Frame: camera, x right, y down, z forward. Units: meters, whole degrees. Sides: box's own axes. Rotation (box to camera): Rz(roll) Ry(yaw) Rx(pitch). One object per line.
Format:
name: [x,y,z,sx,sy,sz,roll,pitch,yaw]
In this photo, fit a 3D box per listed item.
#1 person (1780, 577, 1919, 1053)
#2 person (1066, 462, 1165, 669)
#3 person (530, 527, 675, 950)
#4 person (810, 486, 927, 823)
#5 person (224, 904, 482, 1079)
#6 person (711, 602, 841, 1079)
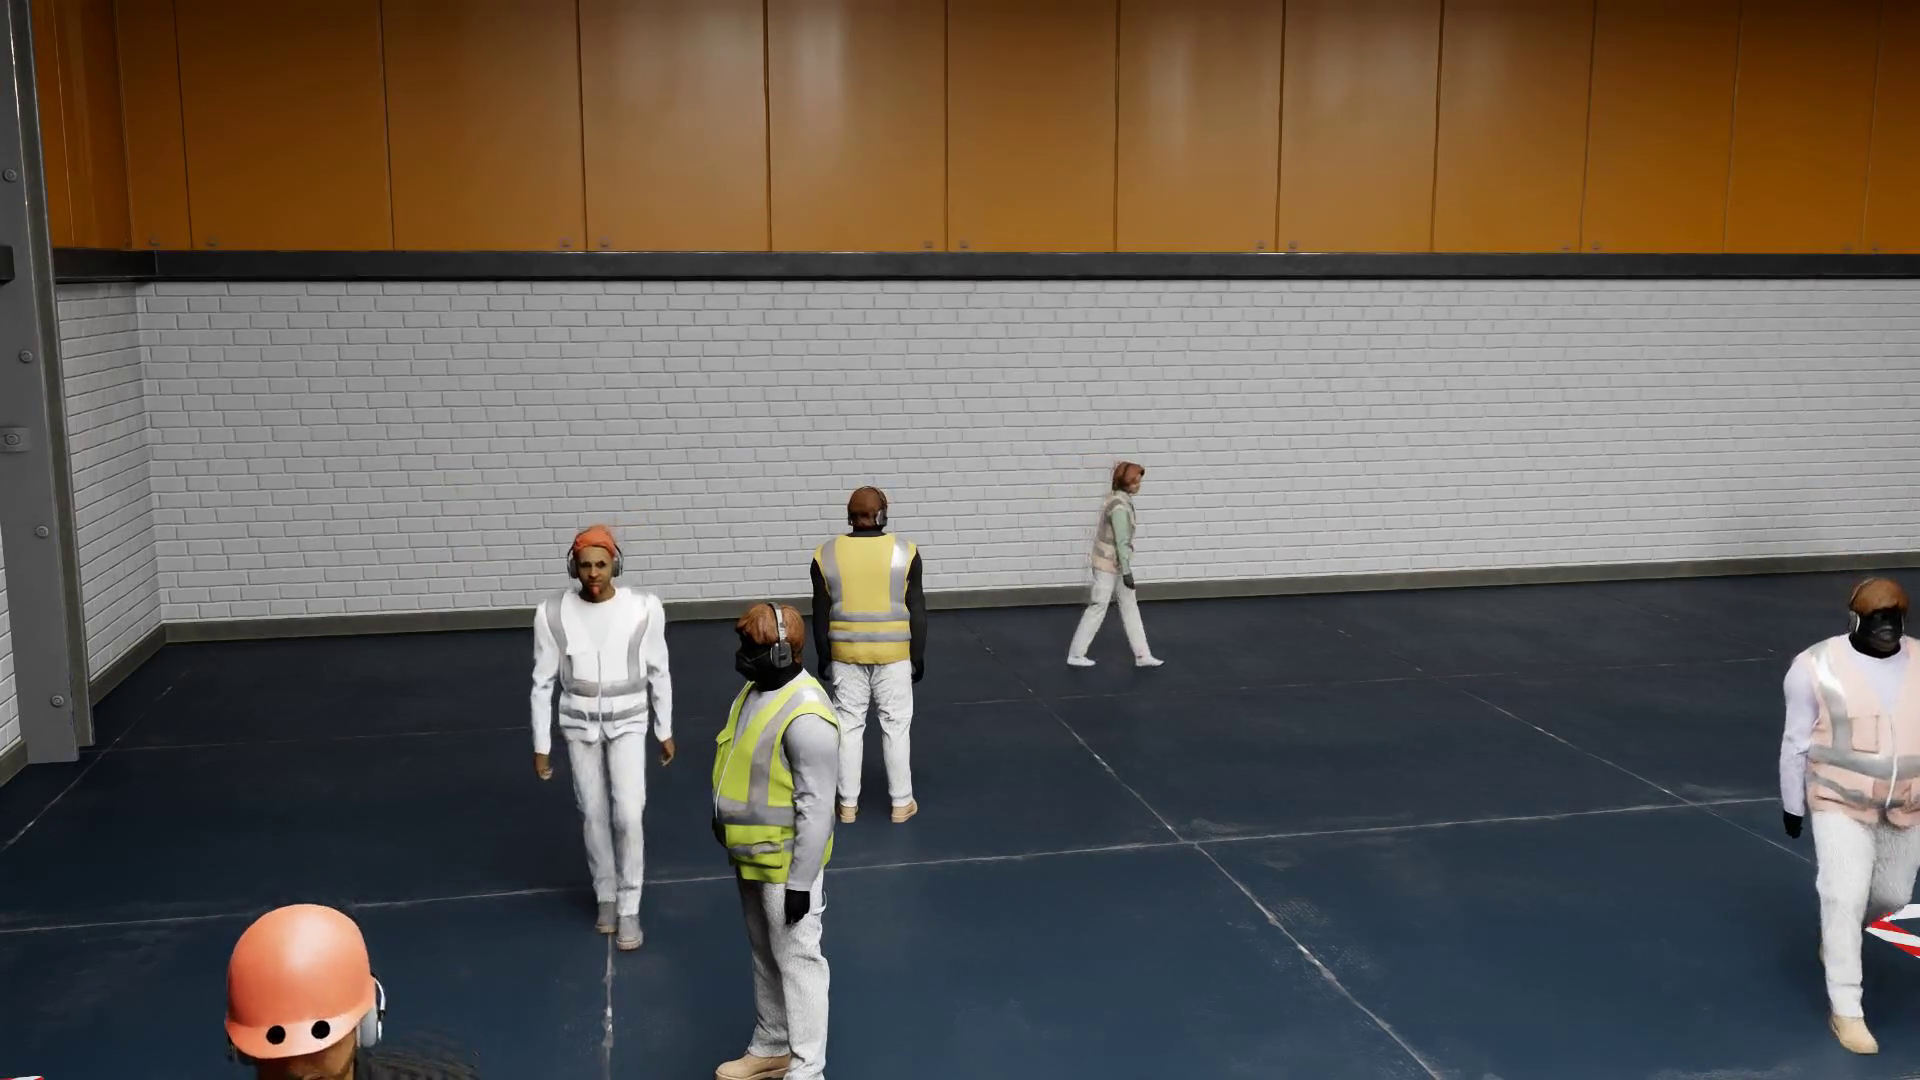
person: [3.589,1.025,6.624,0.625,1.819,0.812,1,9,7]
person: [1.150,0.194,12.358,0.733,1.582,0.533,3,10,15]
person: [-1.582,0.882,7.328,0.615,1.862,0.675,-1,9,-6]
person: [-0.483,0.624,9.001,0.620,1.838,0.430,0,9,3]
person: [-1.078,1.575,2.840,0.655,1.947,0.959,-3,10,-18]
person: [-0.661,1.127,5.913,0.429,1.844,0.627,-5,11,-28]
